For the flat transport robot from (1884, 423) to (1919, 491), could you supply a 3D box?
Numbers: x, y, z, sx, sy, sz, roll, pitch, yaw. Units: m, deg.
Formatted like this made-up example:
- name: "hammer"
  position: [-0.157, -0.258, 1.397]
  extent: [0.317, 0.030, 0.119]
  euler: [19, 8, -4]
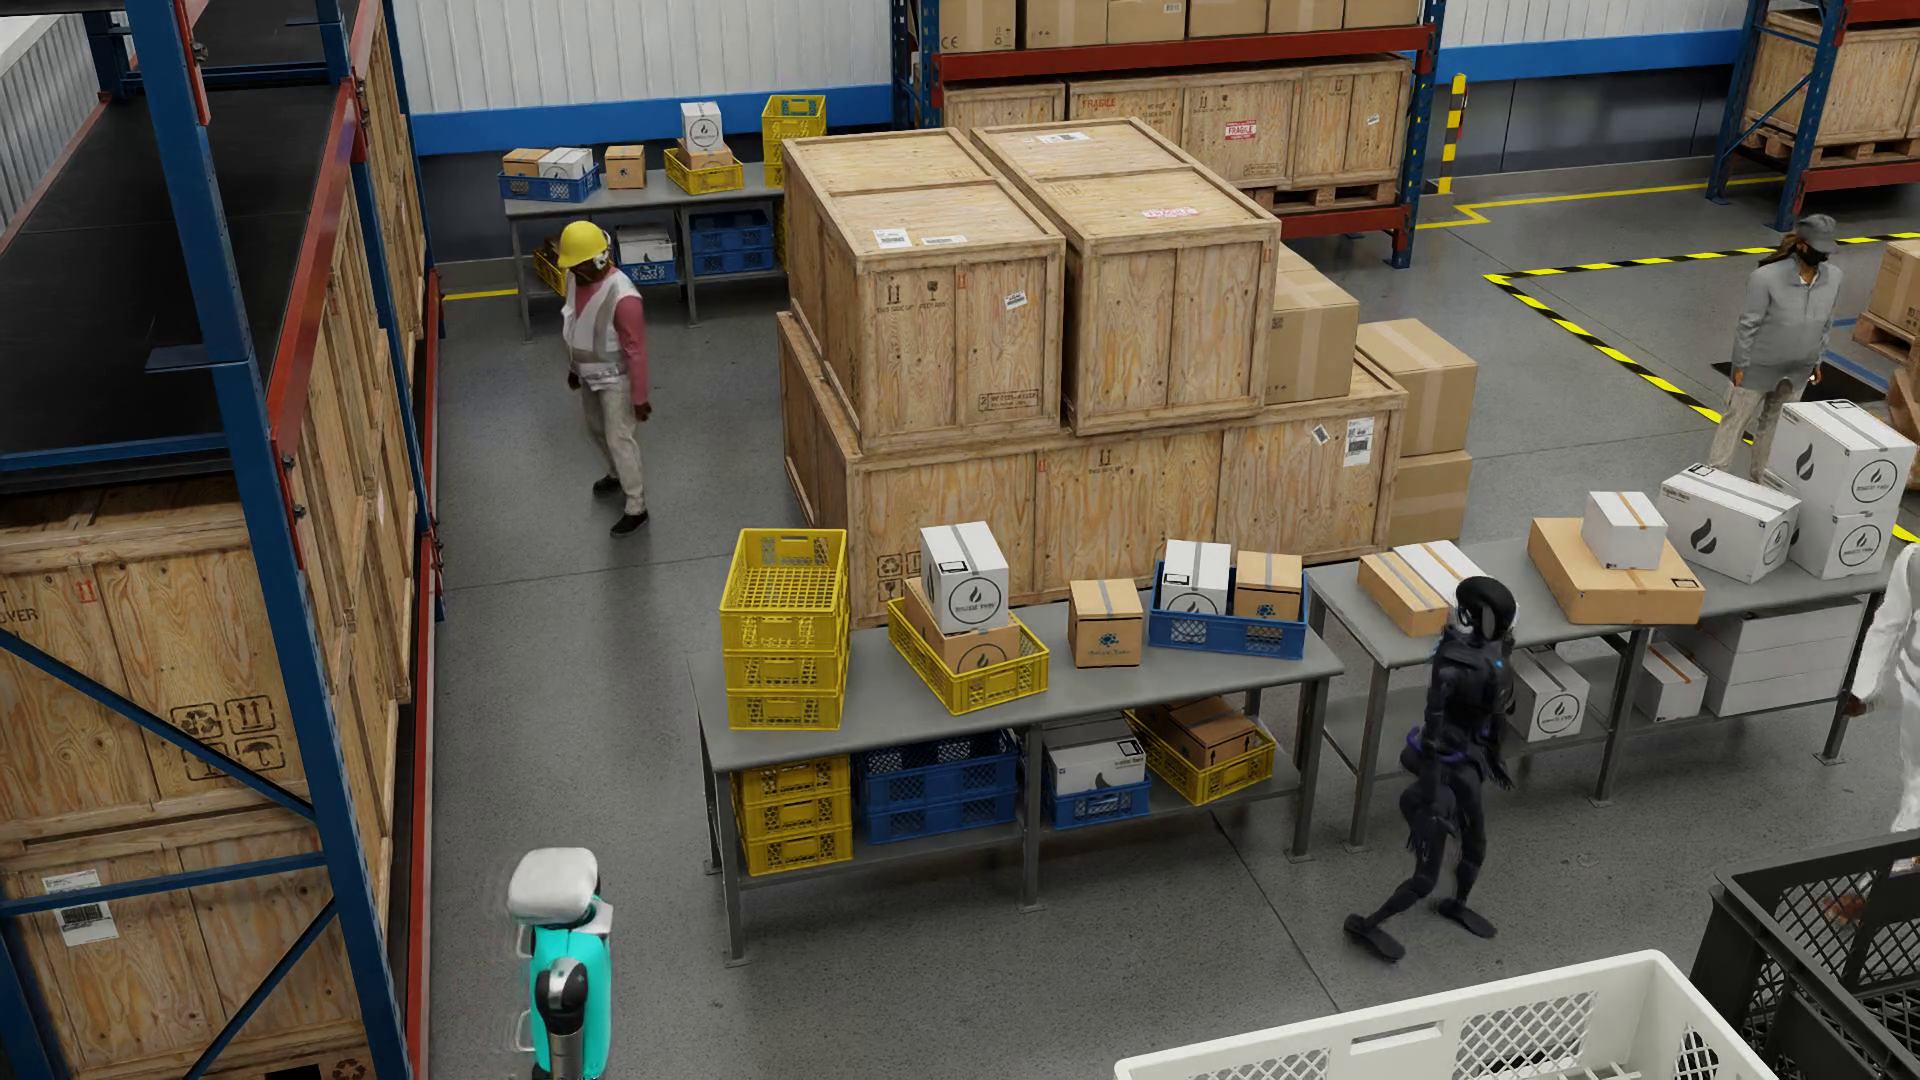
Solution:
- name: "flat transport robot"
  position: [5.965, -0.462, 9.926]
  extent: [1.431, 0.197, 0.652]
  euler: [9, 30, 16]

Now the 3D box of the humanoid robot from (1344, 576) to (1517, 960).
- name: "humanoid robot"
  position: [1.800, 0.838, 6.145]
  extent: [0.432, 1.634, 0.584]
  euler: [24, 37, 37]

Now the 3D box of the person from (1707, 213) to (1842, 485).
- name: "person"
  position: [4.586, -0.993, 9.365]
  extent: [0.562, 1.767, 0.399]
  euler: [-4, 29, -7]

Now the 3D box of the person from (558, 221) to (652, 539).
- name: "person"
  position: [-1.941, -0.933, 9.219]
  extent: [0.530, 1.803, 0.765]
  euler: [-24, 37, -36]

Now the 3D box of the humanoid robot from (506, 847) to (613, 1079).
- name: "humanoid robot"
  position: [-1.214, 1.618, 4.657]
  extent: [1.031, 1.730, 0.562]
  euler: [-4, 29, -6]

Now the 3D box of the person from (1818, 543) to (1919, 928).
- name: "person"
  position: [3.726, 0.631, 6.337]
  extent: [0.959, 1.837, 0.603]
  euler: [-17, 33, -28]
